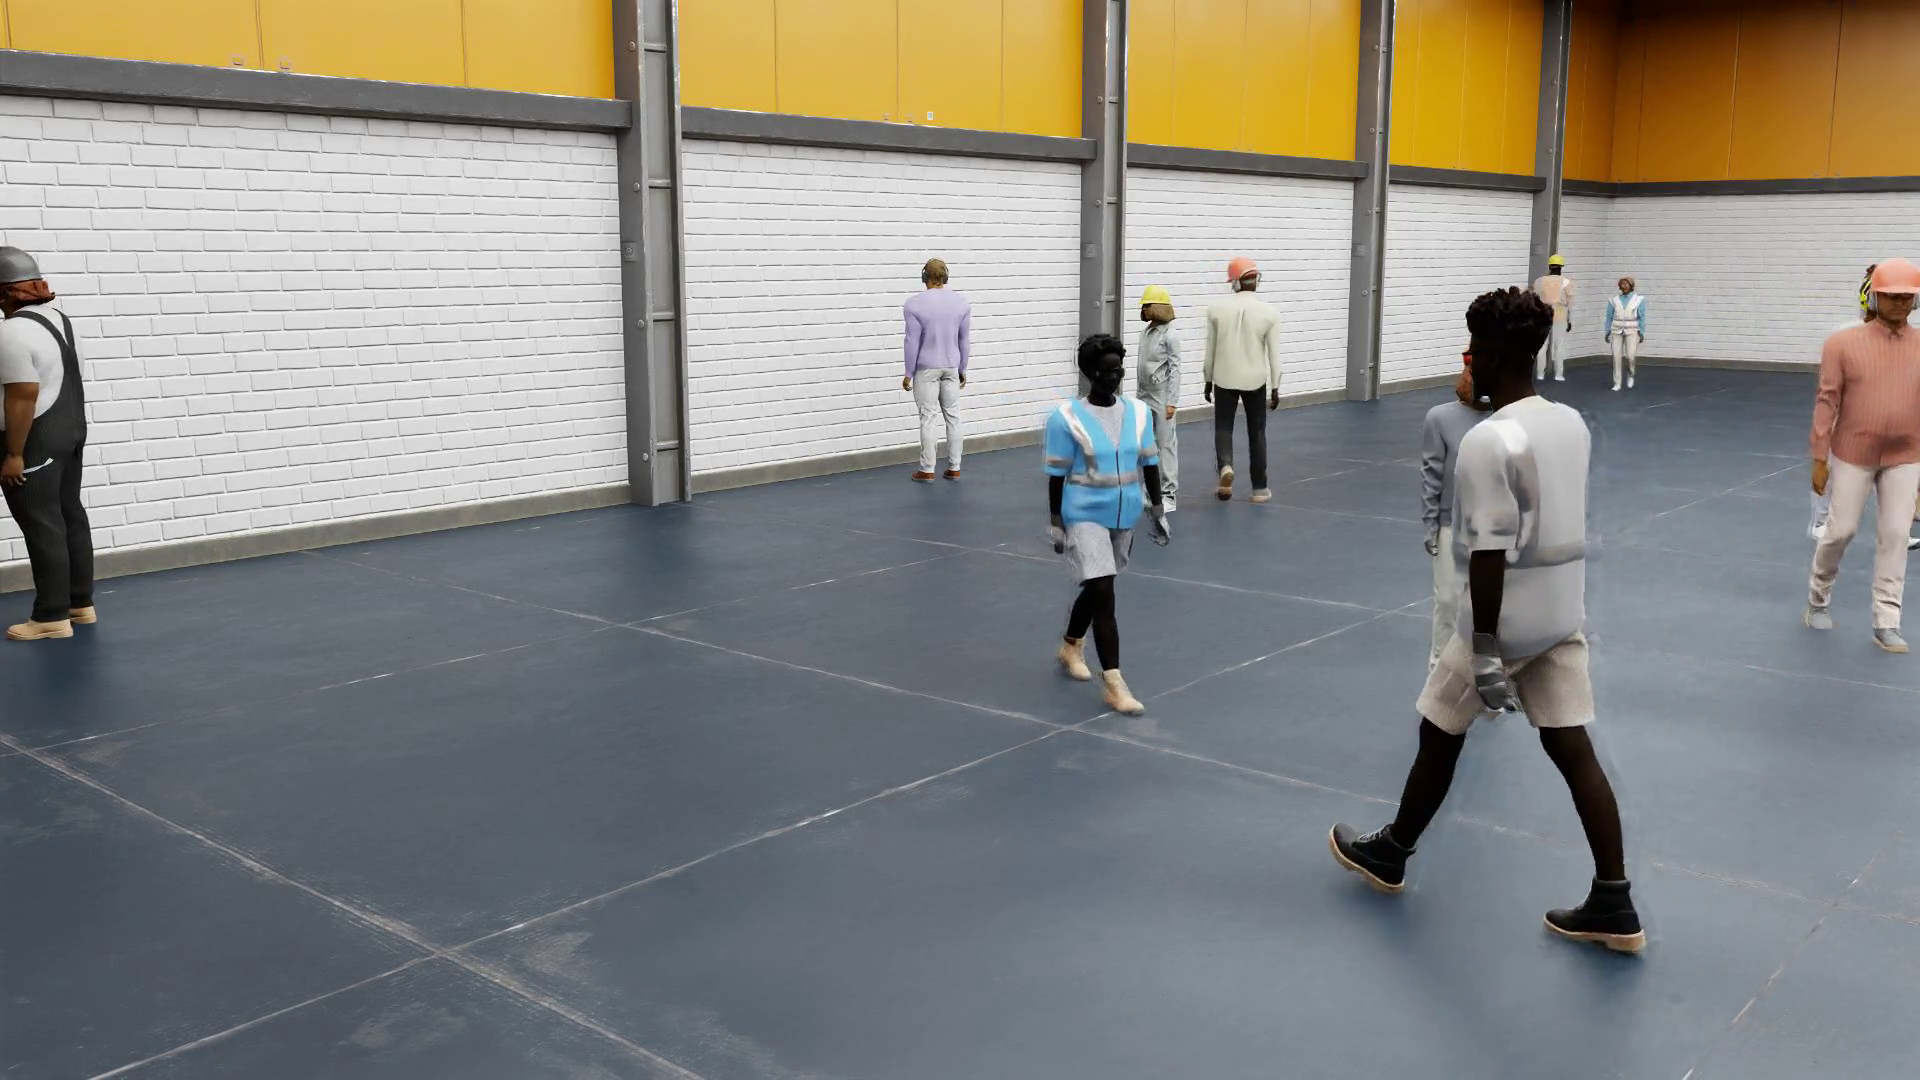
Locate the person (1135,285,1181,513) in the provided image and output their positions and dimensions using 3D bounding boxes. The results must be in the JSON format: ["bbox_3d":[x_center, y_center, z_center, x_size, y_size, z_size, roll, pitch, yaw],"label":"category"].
[{"bbox_3d":[1.496,-1.078,12.764,0.306,1.745,0.483,-5,11,-26],"label":"person"}]

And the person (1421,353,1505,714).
[{"bbox_3d":[2.247,-0.043,7.229,0.491,1.624,0.308,3,11,19],"label":"person"}]

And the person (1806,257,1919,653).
[{"bbox_3d":[4.693,-0.439,8.524,0.630,2.011,0.612,2,10,12],"label":"person"}]

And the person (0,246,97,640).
[{"bbox_3d":[-4.859,-0.507,8.667,0.535,2.000,0.684,-1,10,-4],"label":"person"}]

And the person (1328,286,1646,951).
[{"bbox_3d":[1.608,0.218,4.924,0.623,1.913,1.031,-8,13,-37],"label":"person"}]

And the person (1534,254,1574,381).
[{"bbox_3d":[9.019,-3.375,25.329,0.591,1.923,0.381,5,11,25],"label":"person"}]

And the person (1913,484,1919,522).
[{"bbox_3d":[7.185,-0.865,11.787,0.545,1.663,0.718,-6,12,-33],"label":"person"}]

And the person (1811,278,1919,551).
[{"bbox_3d":[6.066,-0.833,11.095,0.498,1.832,0.945,-1,10,-5],"label":"person"}]

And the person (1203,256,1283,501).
[{"bbox_3d":[2.225,-1.253,13.123,0.646,1.964,0.787,3,10,16],"label":"person"}]

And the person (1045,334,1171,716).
[{"bbox_3d":[0.632,-0.103,7.490,0.538,1.656,0.862,-5,11,-28],"label":"person"}]

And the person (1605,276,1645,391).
[{"bbox_3d":[9.404,-2.916,23.561,0.534,1.623,0.370,7,12,34],"label":"person"}]

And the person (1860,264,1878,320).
[{"bbox_3d":[9.945,-2.056,18.048,0.563,1.851,0.510,-3,10,-14],"label":"person"}]

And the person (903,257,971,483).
[{"bbox_3d":[-0.208,-1.460,14.386,0.627,1.940,0.372,-5,11,-26],"label":"person"}]
